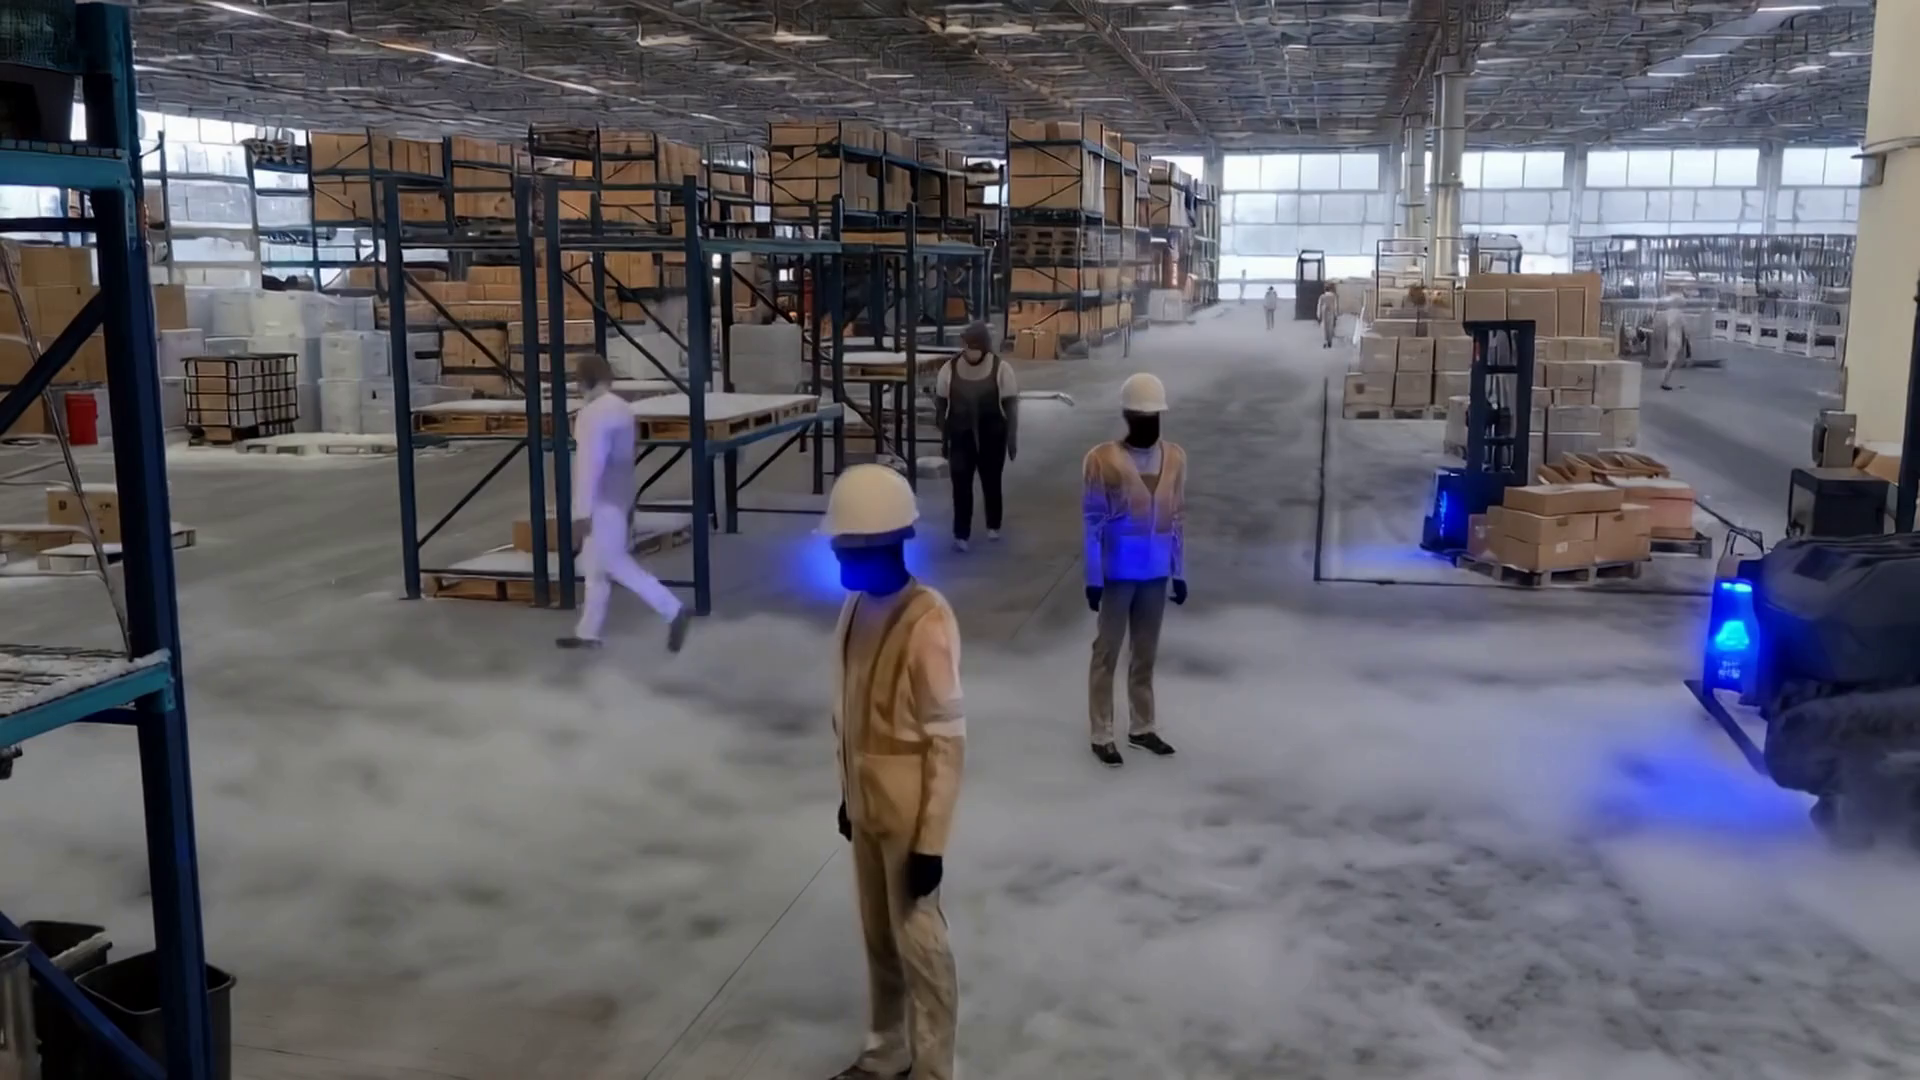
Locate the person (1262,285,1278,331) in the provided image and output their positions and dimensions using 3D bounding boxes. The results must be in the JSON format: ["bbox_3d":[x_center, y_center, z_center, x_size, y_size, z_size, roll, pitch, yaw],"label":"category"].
[{"bbox_3d":[10.797,-8.093,57.941,0.497,1.589,0.871,1,10,5],"label":"person"}]

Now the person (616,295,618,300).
[{"bbox_3d":[-8.511,-5.260,41.060,0.529,1.624,0.320,1,10,4],"label":"person"}]

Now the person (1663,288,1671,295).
[{"bbox_3d":[34.562,-12.180,81.543,0.898,1.785,0.621,3,10,19],"label":"person"}]

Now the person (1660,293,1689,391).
[{"bbox_3d":[13.579,-3.723,31.322,0.782,1.841,0.549,-1,10,-7],"label":"person"}]

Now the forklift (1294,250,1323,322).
[{"bbox_3d":[13.778,-10.002,65.433,1.129,2.768,1.873,2,10,12],"label":"forklift"}]

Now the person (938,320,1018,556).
[{"bbox_3d":[0.152,-0.940,14.255,0.694,2.000,1.059,1,10,6],"label":"person"}]

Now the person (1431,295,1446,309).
[{"bbox_3d":[10.135,-4.315,35.191,0.931,1.721,0.538,4,10,20],"label":"person"}]

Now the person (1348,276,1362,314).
[{"bbox_3d":[17.849,-11.037,74.968,0.885,1.731,0.517,4,10,20],"label":"person"}]

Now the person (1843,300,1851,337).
[{"bbox_3d":[19.548,-4.597,36.270,0.505,1.919,0.554,2,10,14],"label":"person"}]

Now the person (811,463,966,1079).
[{"bbox_3d":[-0.203,0.739,4.660,0.384,1.923,0.590,-5,11,-28],"label":"person"}]

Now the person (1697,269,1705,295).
[{"bbox_3d":[35.455,-11.987,79.810,0.611,1.995,0.380,0,10,-3],"label":"person"}]

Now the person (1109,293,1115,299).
[{"bbox_3d":[5.441,-8.460,60.080,0.829,1.597,0.504,3,10,18],"label":"person"}]

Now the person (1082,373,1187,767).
[{"bbox_3d":[0.874,0.139,8.200,0.589,1.928,0.384,-5,11,-27],"label":"person"}]

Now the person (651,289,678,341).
[{"bbox_3d":[-5.555,-3.786,31.473,0.538,1.922,0.630,9,13,42],"label":"person"}]

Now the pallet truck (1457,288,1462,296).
[{"bbox_3d":[20.506,-9.785,68.819,0.653,1.274,1.630,2,10,12],"label":"pallet truck"}]

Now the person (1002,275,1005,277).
[{"bbox_3d":[2.489,-13.796,91.063,0.633,1.818,0.808,0,10,-1],"label":"person"}]

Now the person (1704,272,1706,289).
[{"bbox_3d":[38.229,-12.870,85.525,0.577,1.828,0.594,1,10,7],"label":"person"}]

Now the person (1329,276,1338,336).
[{"bbox_3d":[12.006,-7.548,53.691,0.375,1.935,0.551,6,11,32],"label":"person"}]

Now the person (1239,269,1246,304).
[{"bbox_3d":[15.632,-13.988,91.817,0.410,1.943,0.612,-2,10,-13],"label":"person"}]

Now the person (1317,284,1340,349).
[{"bbox_3d":[10.238,-6.205,46.200,0.597,1.791,0.927,1,10,6],"label":"person"}]

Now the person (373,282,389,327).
[{"bbox_3d":[-14.498,-5.565,42.040,0.587,1.911,0.398,-5,11,-26],"label":"person"}]

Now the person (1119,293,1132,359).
[{"bbox_3d":[4.137,-5.328,41.423,0.309,1.641,0.512,1,10,4],"label":"person"}]

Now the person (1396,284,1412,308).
[{"bbox_3d":[10.408,-5.004,38.748,0.922,1.905,0.555,4,10,23],"label":"person"}]

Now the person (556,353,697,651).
[{"bbox_3d":[-2.107,-0.220,10.446,0.894,1.898,0.670,2,10,12],"label":"person"}]

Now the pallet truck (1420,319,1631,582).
[{"bbox_3d":[4.543,-0.757,13.299,0.823,1.965,1.885,-4,10,-22],"label":"pallet truck"}]

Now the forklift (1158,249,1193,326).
[{"bbox_3d":[7.646,-9.320,61.395,1.873,2.768,1.129,2,10,11],"label":"forklift"}]
